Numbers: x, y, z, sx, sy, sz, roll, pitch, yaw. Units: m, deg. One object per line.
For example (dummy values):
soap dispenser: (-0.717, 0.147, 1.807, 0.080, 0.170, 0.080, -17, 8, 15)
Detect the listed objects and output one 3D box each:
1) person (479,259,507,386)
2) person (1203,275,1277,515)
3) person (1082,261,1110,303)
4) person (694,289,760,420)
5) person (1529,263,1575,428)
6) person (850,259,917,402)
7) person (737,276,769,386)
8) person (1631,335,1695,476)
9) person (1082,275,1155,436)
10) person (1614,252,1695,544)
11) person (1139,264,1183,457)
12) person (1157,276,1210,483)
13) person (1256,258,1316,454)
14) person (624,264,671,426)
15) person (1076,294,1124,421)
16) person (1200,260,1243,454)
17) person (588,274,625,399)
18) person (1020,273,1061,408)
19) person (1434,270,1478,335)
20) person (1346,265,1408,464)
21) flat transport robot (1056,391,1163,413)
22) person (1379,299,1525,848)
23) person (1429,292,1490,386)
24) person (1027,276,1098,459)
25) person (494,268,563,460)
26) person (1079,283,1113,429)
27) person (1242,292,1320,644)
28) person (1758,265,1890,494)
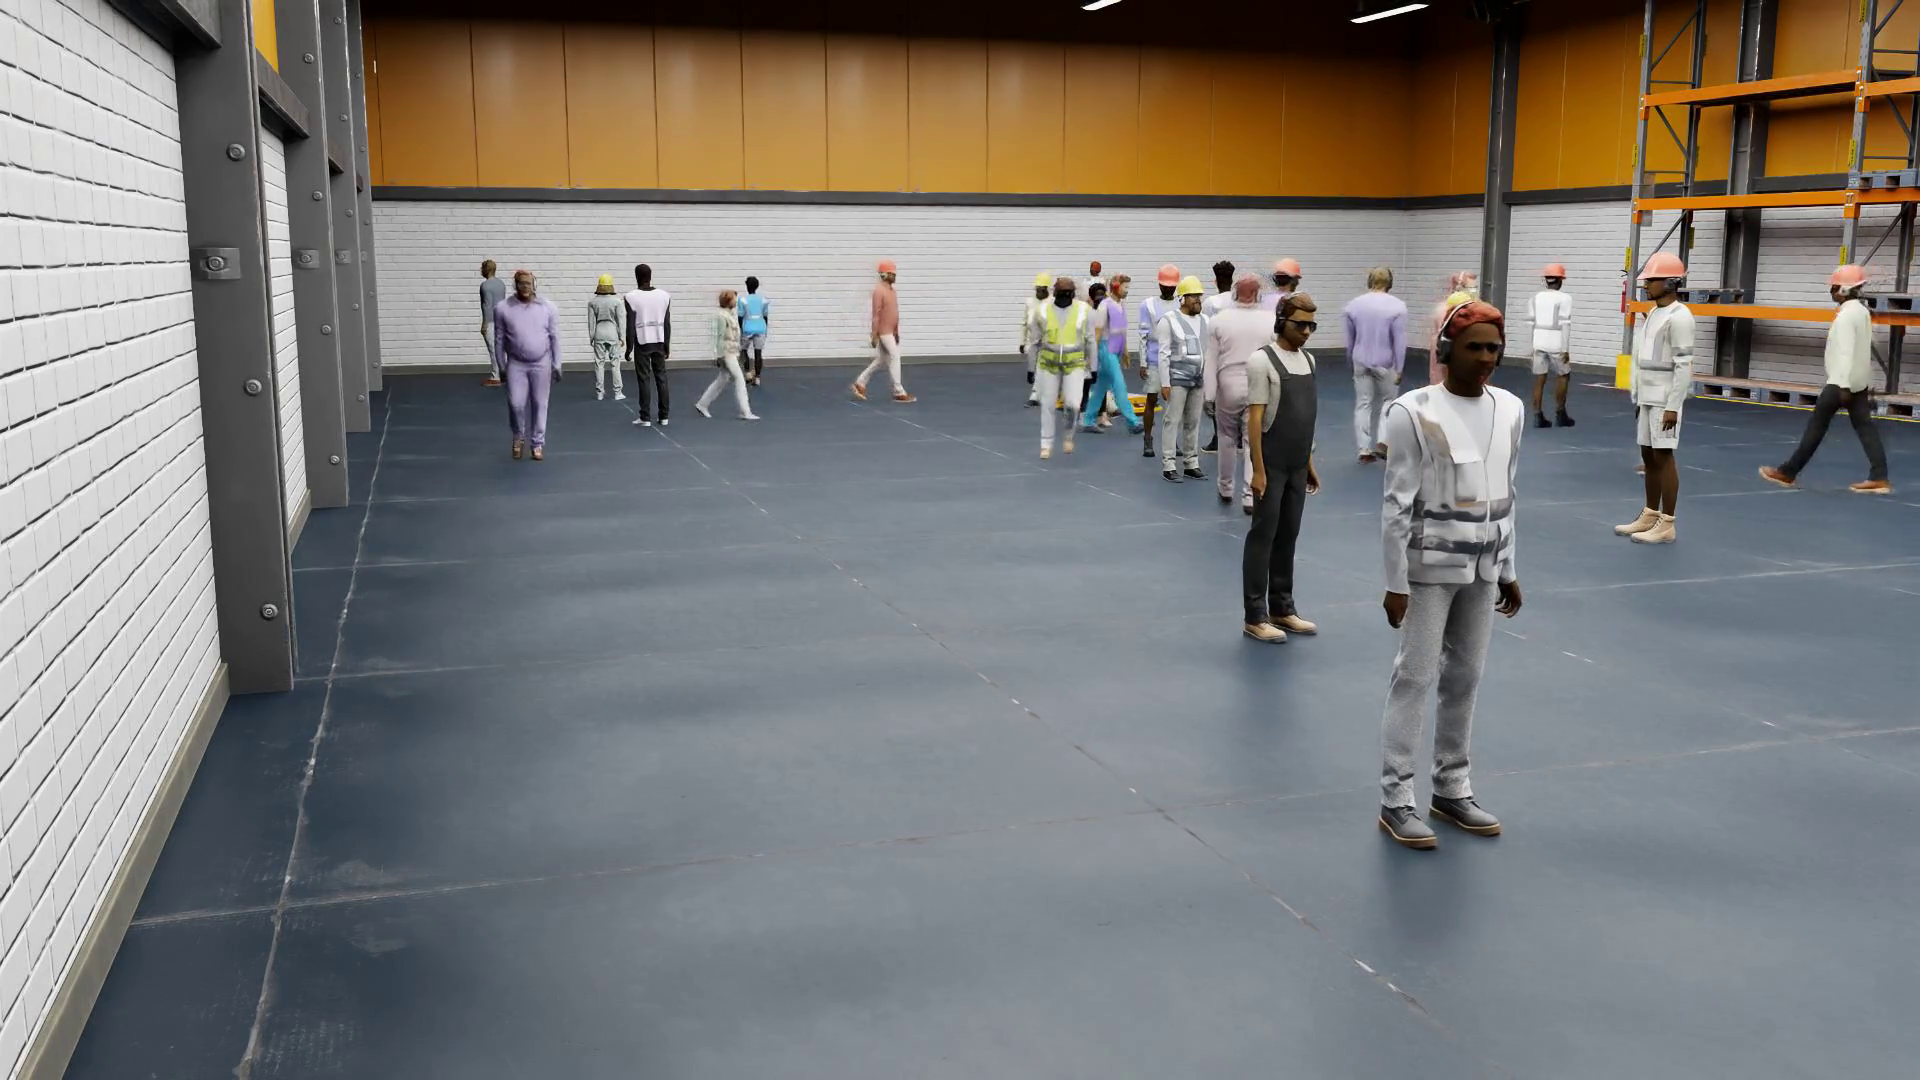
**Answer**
person: (-7.198, -3.338, 25.602, 0.373, 1.940, 0.628, 2, 10, 9)
person: (2.272, -1.166, 13.272, 0.669, 1.854, 0.988, 1, 10, 7)
person: (2.492, -4.181, 30.656, 0.578, 1.879, 0.353, -5, 11, -26)
person: (-2.894, -2.278, 20.434, 0.827, 1.605, 0.513, 1, 10, 4)
person: (6.960, -2.268, 19.444, 0.653, 1.920, 0.578, -7, 12, -36)
person: (-1.072, -2.869, 22.831, 0.953, 1.964, 0.617, 3, 10, 18)
person: (-3.192, -3.214, 25.614, 0.545, 1.675, 0.428, -5, 11, -25)
person: (6.458, -1.386, 15.331, 0.870, 1.589, 0.502, -9, 13, -42)
person: (1.781, -2.051, 18.579, 0.969, 1.784, 0.592, 5, 11, 25)
person: (4.906, -0.994, 11.730, 0.376, 2.041, 0.615, 0, 10, 2)
person: (2.064, -1.792, 16.688, 0.543, 1.928, 0.373, -2, 10, -9)
person: (2.032, -1.434, 14.873, 0.588, 1.837, 0.403, -6, 12, -33)
person: (3.162, -1.758, 16.359, 0.607, 1.992, 1.061, 9, 13, 42)
person: (-3.685, -2.303, 19.685, 0.587, 1.915, 0.391, -7, 12, -37)
person: (1.653, -2.209, 20.053, 0.768, 1.583, 0.568, 3, 10, 18)
person: (2.692, -1.854, 16.934, 0.609, 1.963, 0.367, -6, 11, -29)
person: (-4.929, -2.829, 23.220, 0.493, 1.743, 0.311, 0, 10, -1)
person: (1.131, -2.673, 22.214, 0.593, 1.788, 0.945, 7, 12, 37)
person: (4.432, -1.493, 15.067, 0.595, 1.884, 0.667, 5, 11, 29)
person: (4.046, -1.694, 16.134, 0.629, 1.919, 0.486, 6, 11, 31)
flat transport robot: (1.863, -1.784, 21.430, 0.652, 0.197, 1.431, -8, 13, -40)
person: (1.703, 0.117, 5.762, 0.583, 1.882, 0.337, -5, 11, -26)
person: (4.086, -1.168, 13.689, 0.533, 1.718, 0.912, 0, 10, 0)
person: (1.008, -1.694, 16.445, 0.718, 1.814, 0.436, 1, 10, 8)
person: (-4.237, -1.717, 16.372, 0.649, 1.889, 0.445, -3, 10, -16)
person: (1.596, -2.144, 19.389, 0.532, 1.697, 0.319, -4, 11, -21)
person: (1.712, -0.385, 8.797, 0.504, 1.839, 0.344, -9, 13, -42)
person: (7.519, -1.371, 14.237, 0.631, 1.936, 1.051, -9, 14, -43)
